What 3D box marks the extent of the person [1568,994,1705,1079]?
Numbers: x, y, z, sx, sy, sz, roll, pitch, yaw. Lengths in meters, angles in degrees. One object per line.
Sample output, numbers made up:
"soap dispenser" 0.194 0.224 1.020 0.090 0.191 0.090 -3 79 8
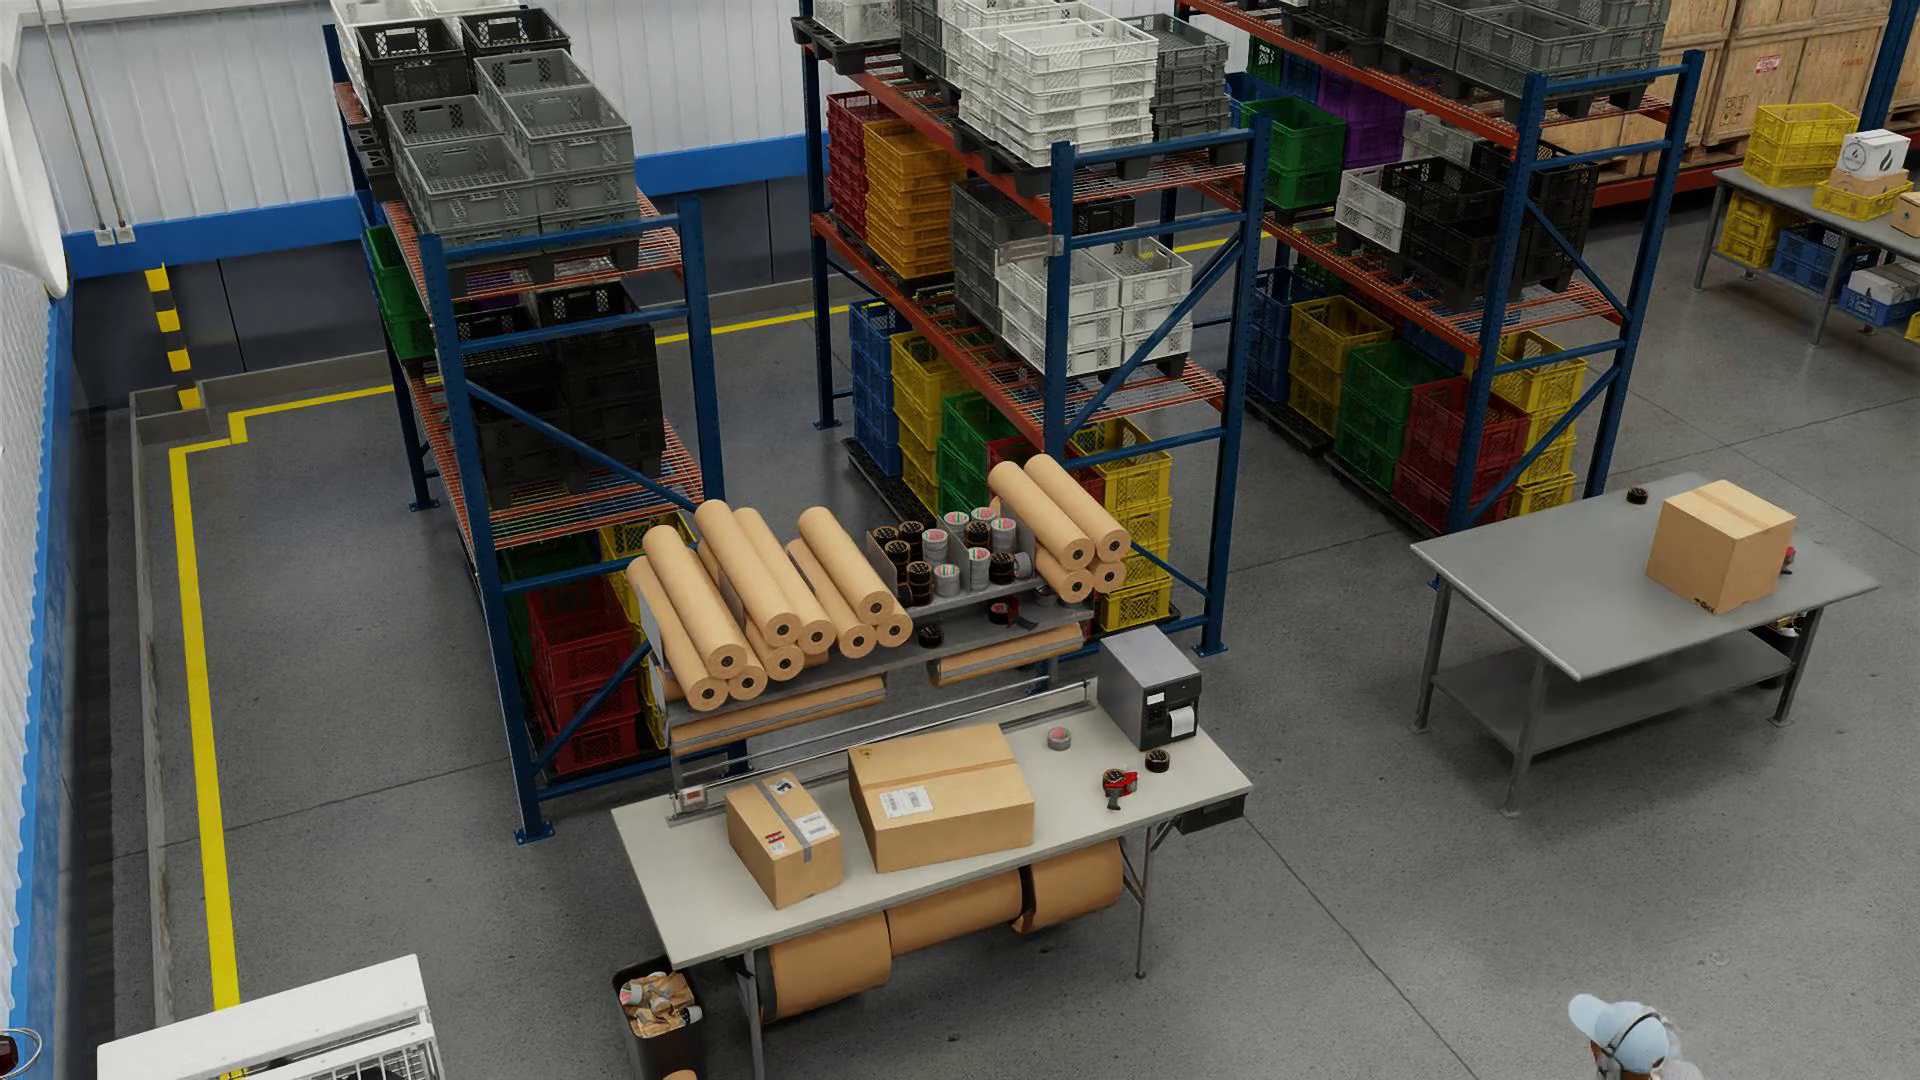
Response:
"person" 1.950 2.098 5.098 0.589 1.809 0.958 -11 33 -17
